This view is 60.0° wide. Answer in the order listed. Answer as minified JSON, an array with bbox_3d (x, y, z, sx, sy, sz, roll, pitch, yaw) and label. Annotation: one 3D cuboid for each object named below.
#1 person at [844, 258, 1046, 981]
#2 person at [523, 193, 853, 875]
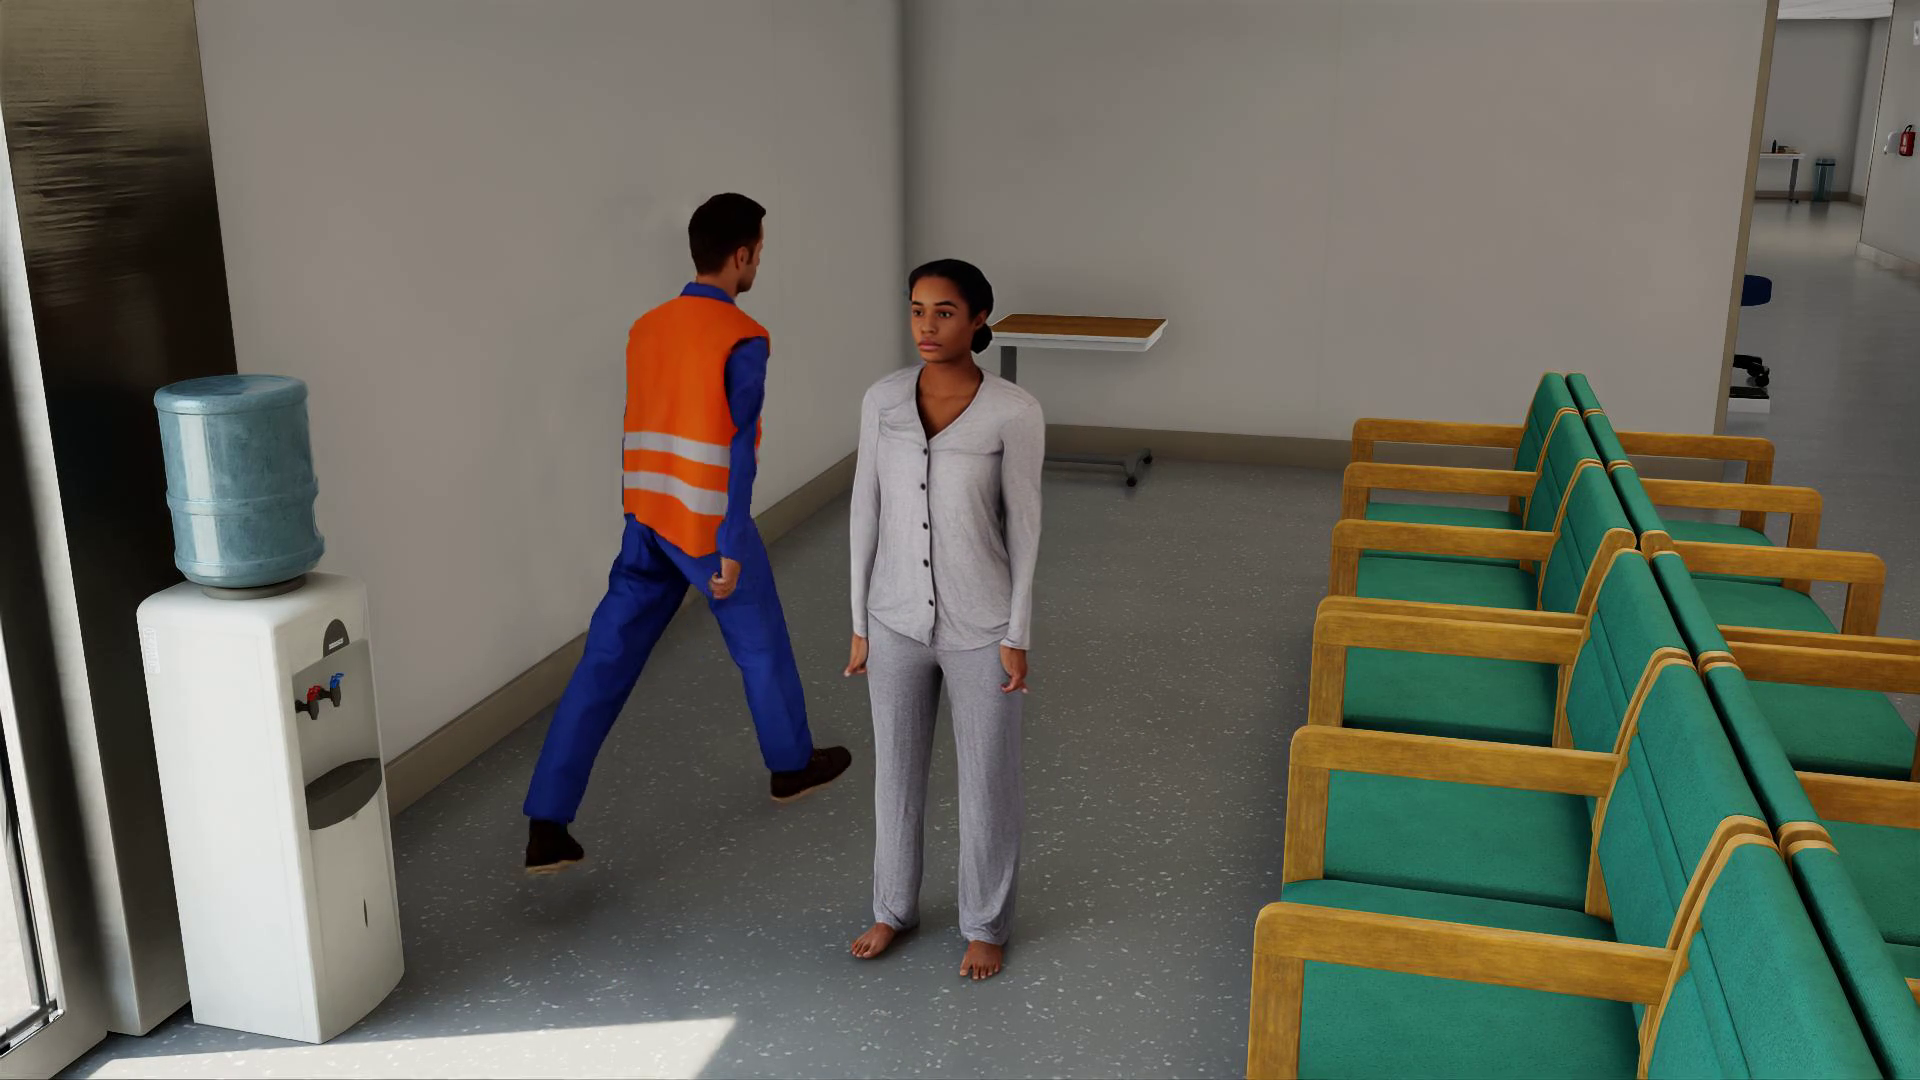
[{"bbox_3d":[-0.035,0.186,4.027,0.475,1.737,0.684,5,16,16],"label":"person"},{"bbox_3d":[-0.788,0.061,4.402,1.415,1.774,1.129,10,19,33],"label":"person"}]
